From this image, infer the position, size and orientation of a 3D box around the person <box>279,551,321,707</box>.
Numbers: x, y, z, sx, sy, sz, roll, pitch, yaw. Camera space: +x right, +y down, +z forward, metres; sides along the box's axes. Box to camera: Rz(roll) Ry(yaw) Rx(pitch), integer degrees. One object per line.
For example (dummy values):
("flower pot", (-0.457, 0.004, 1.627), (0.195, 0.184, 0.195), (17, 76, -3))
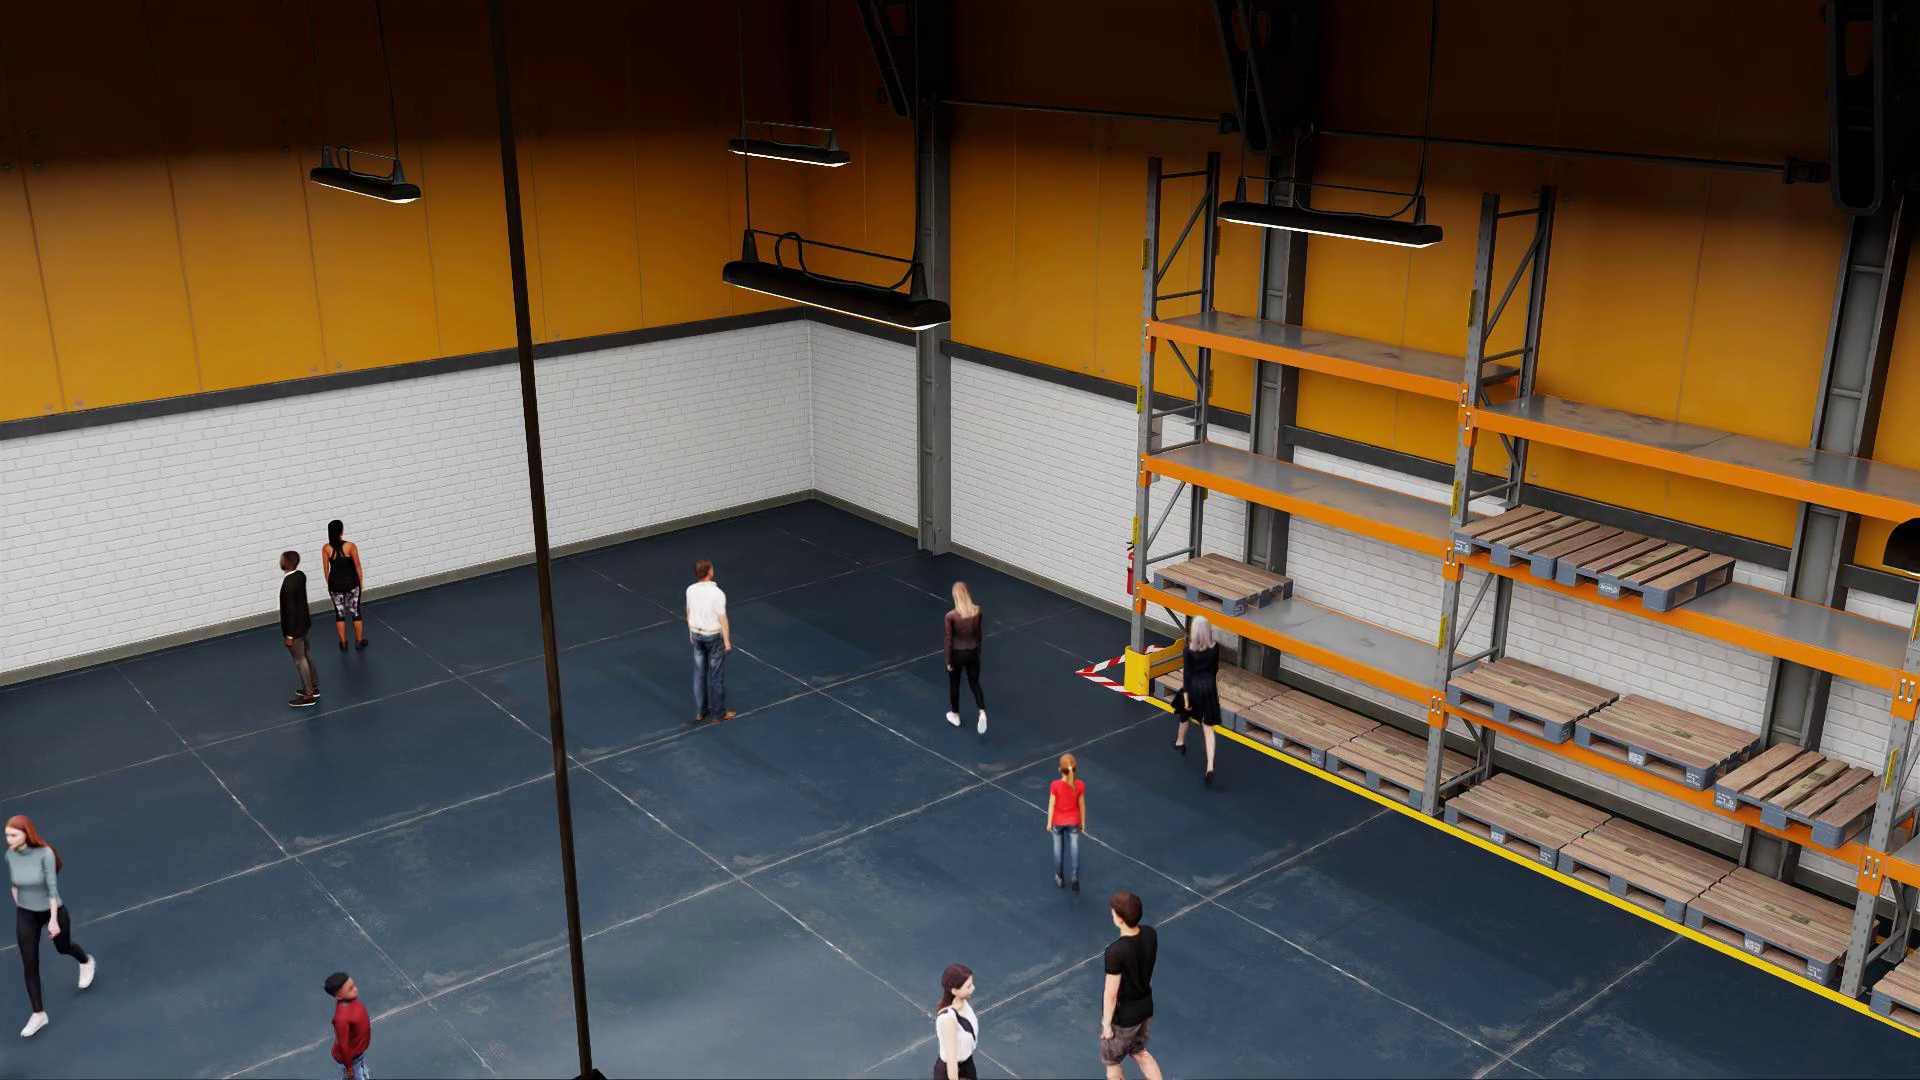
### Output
("person", (-7.398, 0.968, 18.575), (0.802, 1.799, 0.702), (-2, 19, -5))

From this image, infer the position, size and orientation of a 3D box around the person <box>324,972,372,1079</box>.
("person", (-4.338, 3.582, 11.676), (0.730, 1.248, 0.714), (-4, 19, -11))

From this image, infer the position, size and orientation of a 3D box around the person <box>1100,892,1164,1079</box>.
("person", (1.240, 3.309, 11.549), (0.691, 1.846, 0.956), (-16, 25, -40))

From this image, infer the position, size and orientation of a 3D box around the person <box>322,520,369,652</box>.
("person", (-7.447, 0.525, 20.104), (0.653, 1.661, 0.658), (-4, 19, -10))

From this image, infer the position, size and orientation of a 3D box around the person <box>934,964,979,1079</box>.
("person", (-0.112, 3.573, 11.096), (0.971, 1.635, 0.864), (4, 19, 12))

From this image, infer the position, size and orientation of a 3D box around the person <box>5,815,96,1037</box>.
("person", (-7.089, 2.905, 12.962), (1.054, 1.709, 1.148), (0, 19, 1))

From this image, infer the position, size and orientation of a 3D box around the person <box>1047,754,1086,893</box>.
("person", (0.949, 2.530, 14.716), (0.679, 1.300, 0.767), (-1, 19, -4))

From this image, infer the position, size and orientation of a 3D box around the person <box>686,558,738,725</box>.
("person", (-2.764, 1.088, 18.129), (0.638, 1.856, 0.792), (11, 21, 29))

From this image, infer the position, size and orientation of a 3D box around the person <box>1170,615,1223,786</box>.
("person", (2.458, 1.637, 16.758), (0.973, 1.690, 1.276), (-4, 19, -13))

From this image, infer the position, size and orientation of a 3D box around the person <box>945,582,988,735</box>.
("person", (0.084, 1.278, 17.829), (0.799, 1.686, 1.063), (-8, 20, -23))
